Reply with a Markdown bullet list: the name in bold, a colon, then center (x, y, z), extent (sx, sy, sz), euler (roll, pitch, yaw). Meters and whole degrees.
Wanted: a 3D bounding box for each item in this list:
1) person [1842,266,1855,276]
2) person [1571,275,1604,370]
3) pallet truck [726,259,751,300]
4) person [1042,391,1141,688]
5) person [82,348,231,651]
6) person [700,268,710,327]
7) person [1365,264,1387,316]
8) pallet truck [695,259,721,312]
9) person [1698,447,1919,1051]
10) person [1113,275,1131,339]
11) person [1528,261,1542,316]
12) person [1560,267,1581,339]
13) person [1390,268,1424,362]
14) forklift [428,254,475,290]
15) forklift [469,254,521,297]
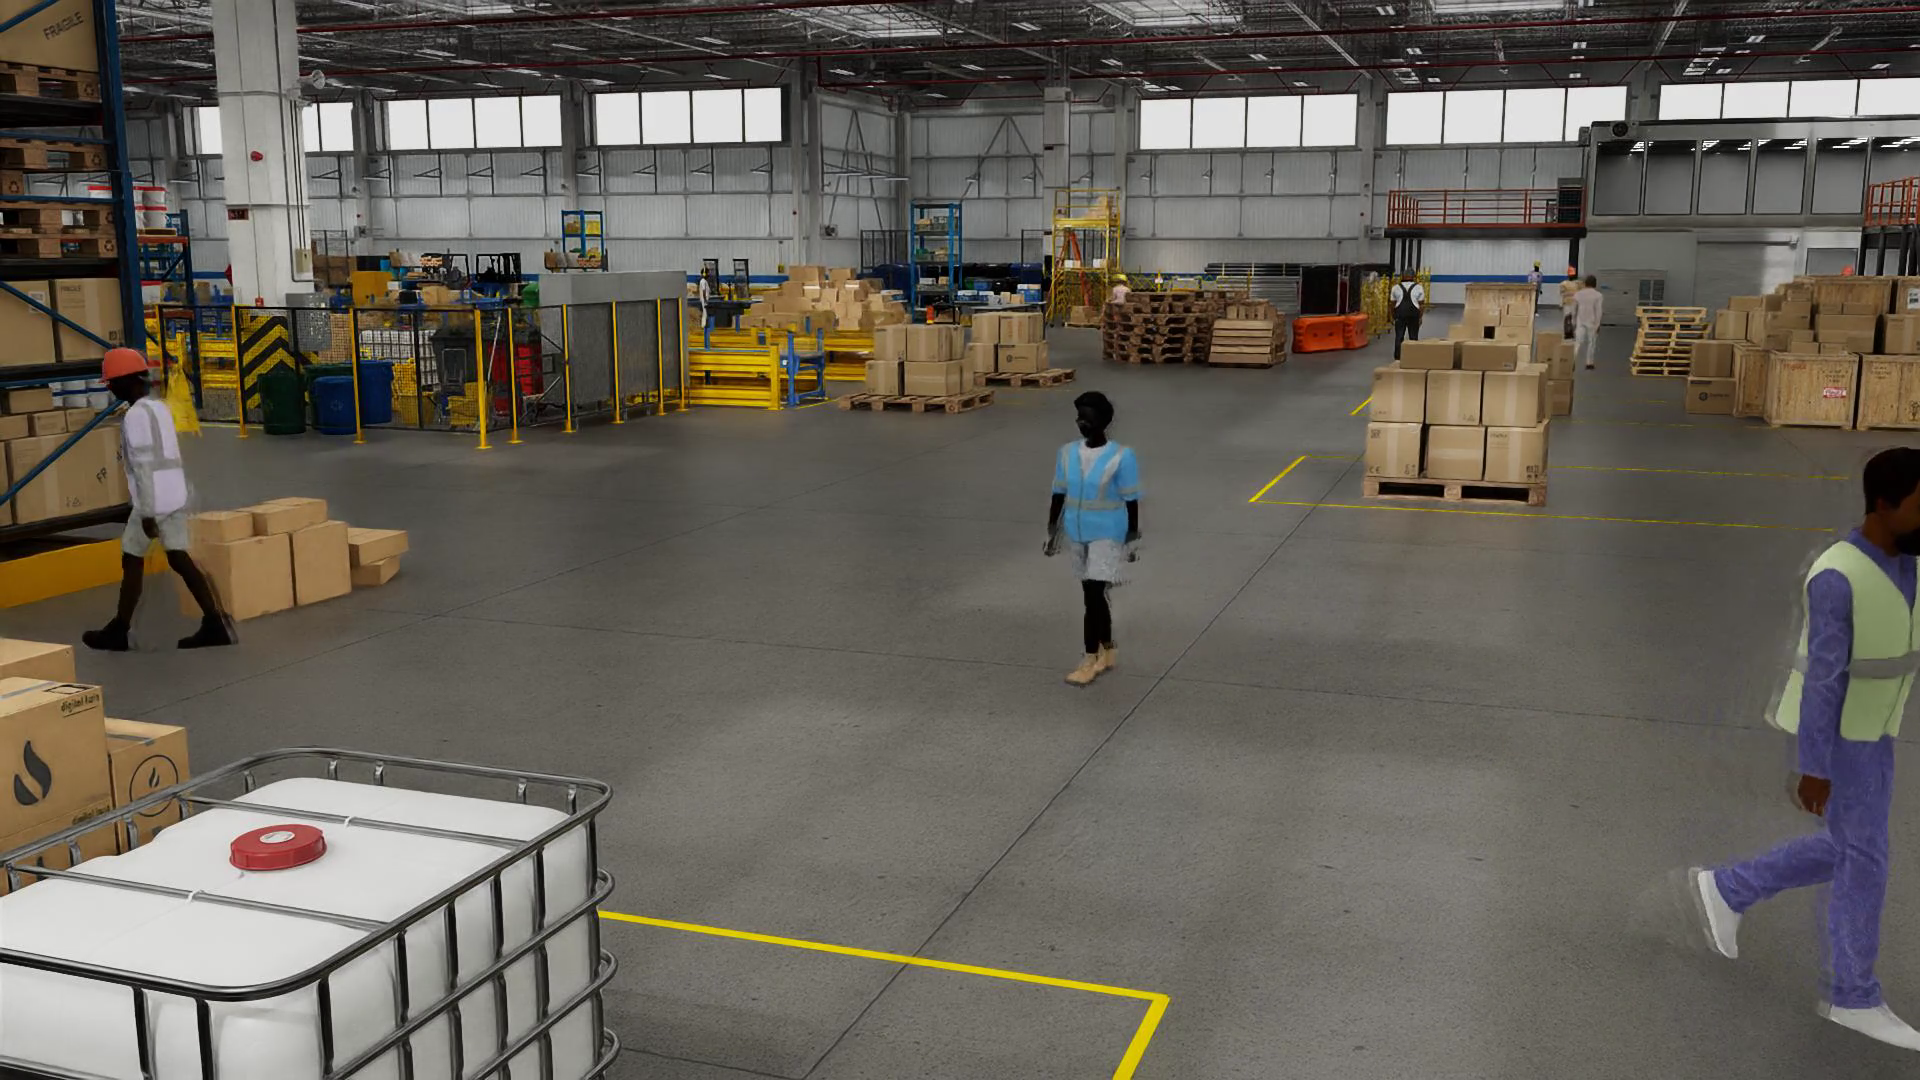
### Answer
- **person**: center (19.700, -5.077, 37.029), extent (0.609, 2.040, 0.394), euler (3, 10, 14)
- **person**: center (12.472, -4.324, 33.164), extent (0.637, 1.913, 0.847), euler (9, 14, 43)
- **pallet truck**: center (-7.986, -9.493, 62.019), extent (0.823, 1.965, 1.885), euler (3, 11, 17)
- **person**: center (0.697, -0.006, 9.479), extent (0.550, 1.668, 0.722), euler (9, 14, 42)
- **person**: center (-4.990, -0.240, 10.266), extent (0.867, 1.883, 0.568), euler (-1, 10, -4)
- **person**: center (-7.003, -6.548, 45.798), extent (0.312, 1.869, 0.538), euler (-2, 10, -9)
- **person**: center (14.658, -8.768, 58.377), extent (1.006, 1.827, 0.578), euler (-2, 10, -14)
- **pallet truck**: center (-9.165, -9.627, 62.776), extent (0.823, 1.965, 1.885), euler (4, 11, 23)
- **person**: center (2.812, 0.623, 5.372), extent (0.593, 1.891, 0.752), euler (-8, 13, -39)
- **person**: center (4.202, -6.000, 43.127), extent (0.560, 1.716, 0.915), euler (6, 12, 32)
- **person**: center (20.197, -8.814, 58.392), extent (0.592, 1.926, 0.366), euler (-4, 11, -22)
- **person**: center (16.212, -6.281, 44.151), extent (0.564, 1.915, 0.511), euler (1, 10, 4)
- **person**: center (9.394, -4.707, 34.946), extent (0.681, 2.000, 0.536), euler (4, 11, 21)
- **forklift**: center (-20.133, -10.254, 65.465), extent (1.157, 1.987, 2.680), euler (3, 11, 19)
- **forklift**: center (-17.990, -10.121, 64.684), extent (1.157, 1.987, 2.680), euler (3, 11, 17)
